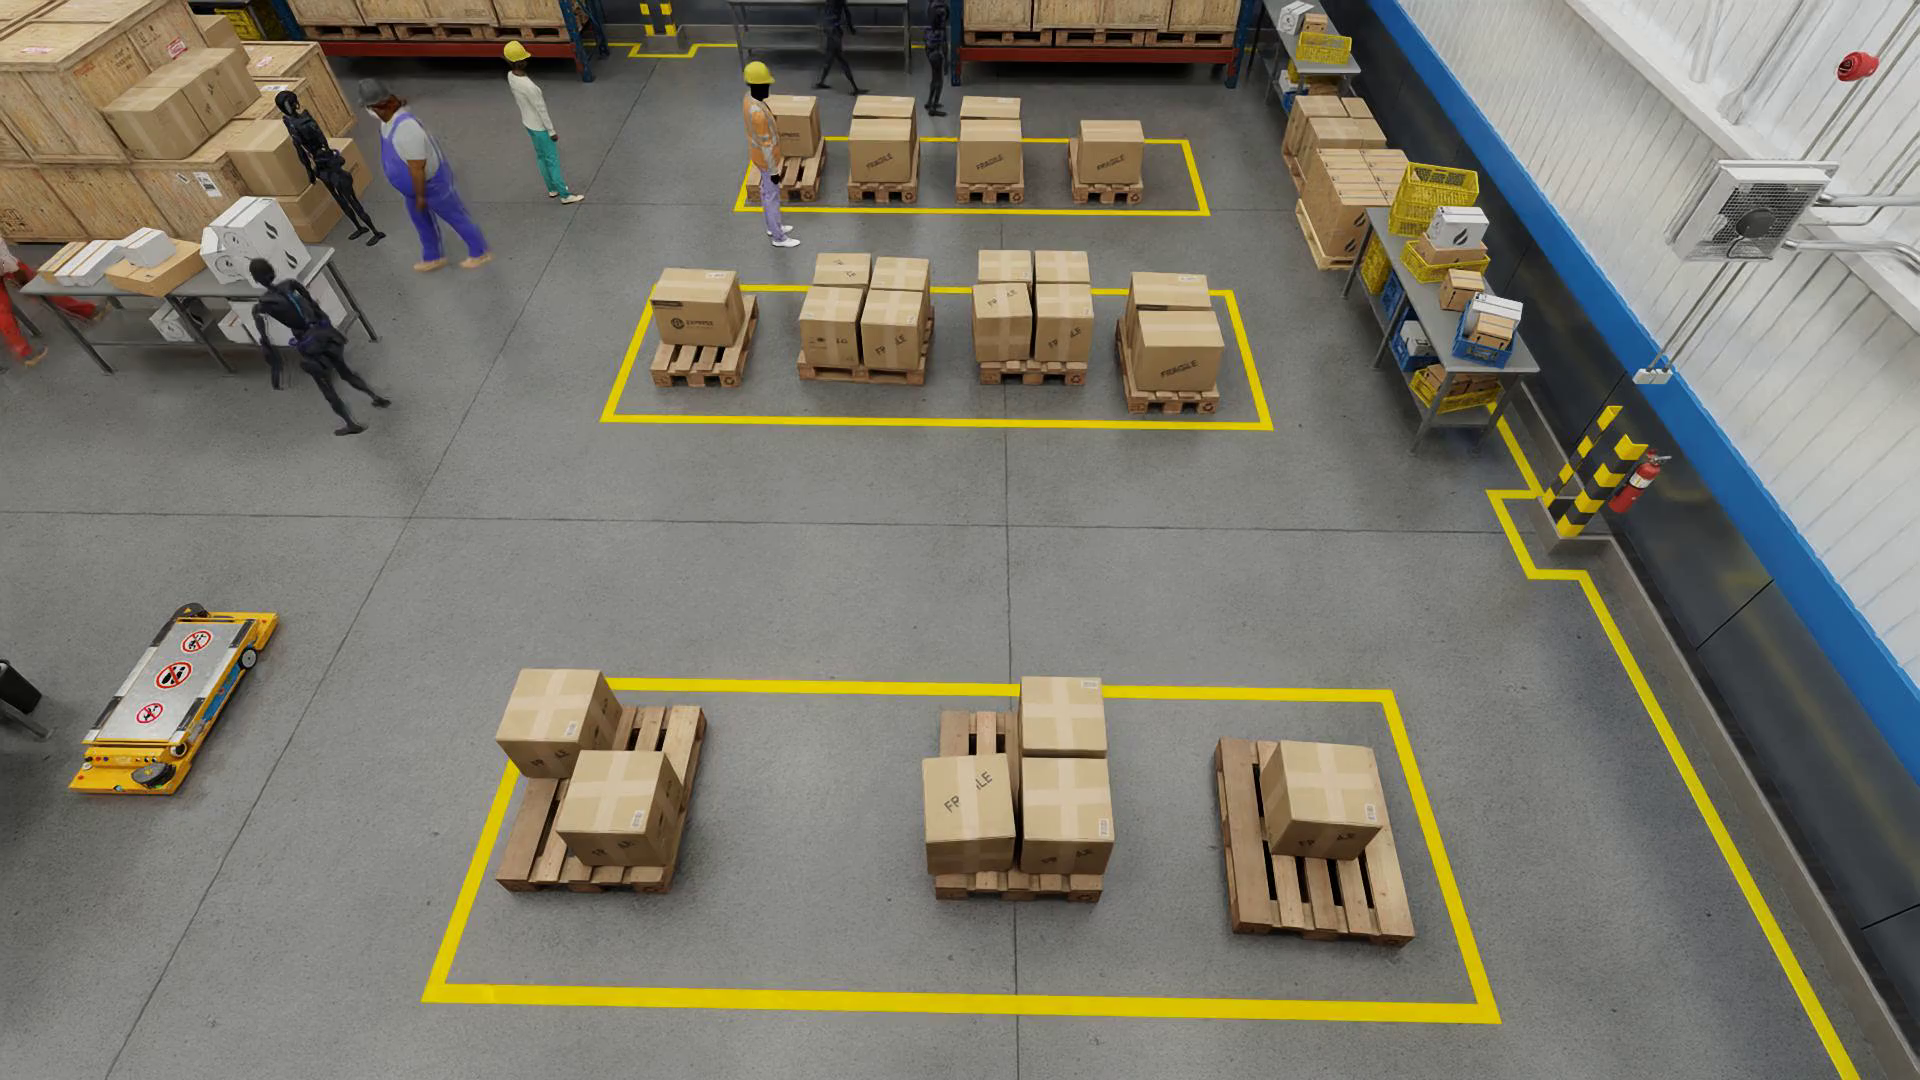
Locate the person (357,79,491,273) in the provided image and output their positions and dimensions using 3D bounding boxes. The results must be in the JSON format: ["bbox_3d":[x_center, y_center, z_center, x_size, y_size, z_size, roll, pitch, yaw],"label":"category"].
[{"bbox_3d":[-5.547,-3.612,9.264,0.870,2.000,0.699,-36,59,-27],"label":"person"}]

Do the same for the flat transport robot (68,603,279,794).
[{"bbox_3d":[-5.504,1.072,6.442,0.652,0.197,1.431,1,50,1],"label":"flat transport robot"}]

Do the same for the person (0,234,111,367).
[{"bbox_3d":[-8.982,-2.643,8.520,0.736,1.925,1.056,9,50,7],"label":"person"}]

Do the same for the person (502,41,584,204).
[{"bbox_3d":[-4.742,-4.685,10.349,0.524,1.768,0.306,35,58,26],"label":"person"}]

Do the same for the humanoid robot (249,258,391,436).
[{"bbox_3d":[-5.540,-1.604,7.802,0.493,1.640,0.772,6,50,5],"label":"humanoid robot"}]

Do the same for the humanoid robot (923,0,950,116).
[{"bbox_3d":[-0.286,-6.331,11.796,0.401,1.634,0.621,-10,50,-8],"label":"humanoid robot"}]

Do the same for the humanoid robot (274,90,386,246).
[{"bbox_3d":[-6.758,-3.959,9.791,0.579,1.652,0.308,20,53,16],"label":"humanoid robot"}]

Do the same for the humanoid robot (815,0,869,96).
[{"bbox_3d":[-1.668,-6.790,12.231,0.809,1.623,0.669,4,50,4],"label":"humanoid robot"}]

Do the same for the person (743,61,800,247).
[{"bbox_3d":[-2.031,-4.054,9.711,0.361,1.928,0.584,-15,51,-12],"label":"person"}]
